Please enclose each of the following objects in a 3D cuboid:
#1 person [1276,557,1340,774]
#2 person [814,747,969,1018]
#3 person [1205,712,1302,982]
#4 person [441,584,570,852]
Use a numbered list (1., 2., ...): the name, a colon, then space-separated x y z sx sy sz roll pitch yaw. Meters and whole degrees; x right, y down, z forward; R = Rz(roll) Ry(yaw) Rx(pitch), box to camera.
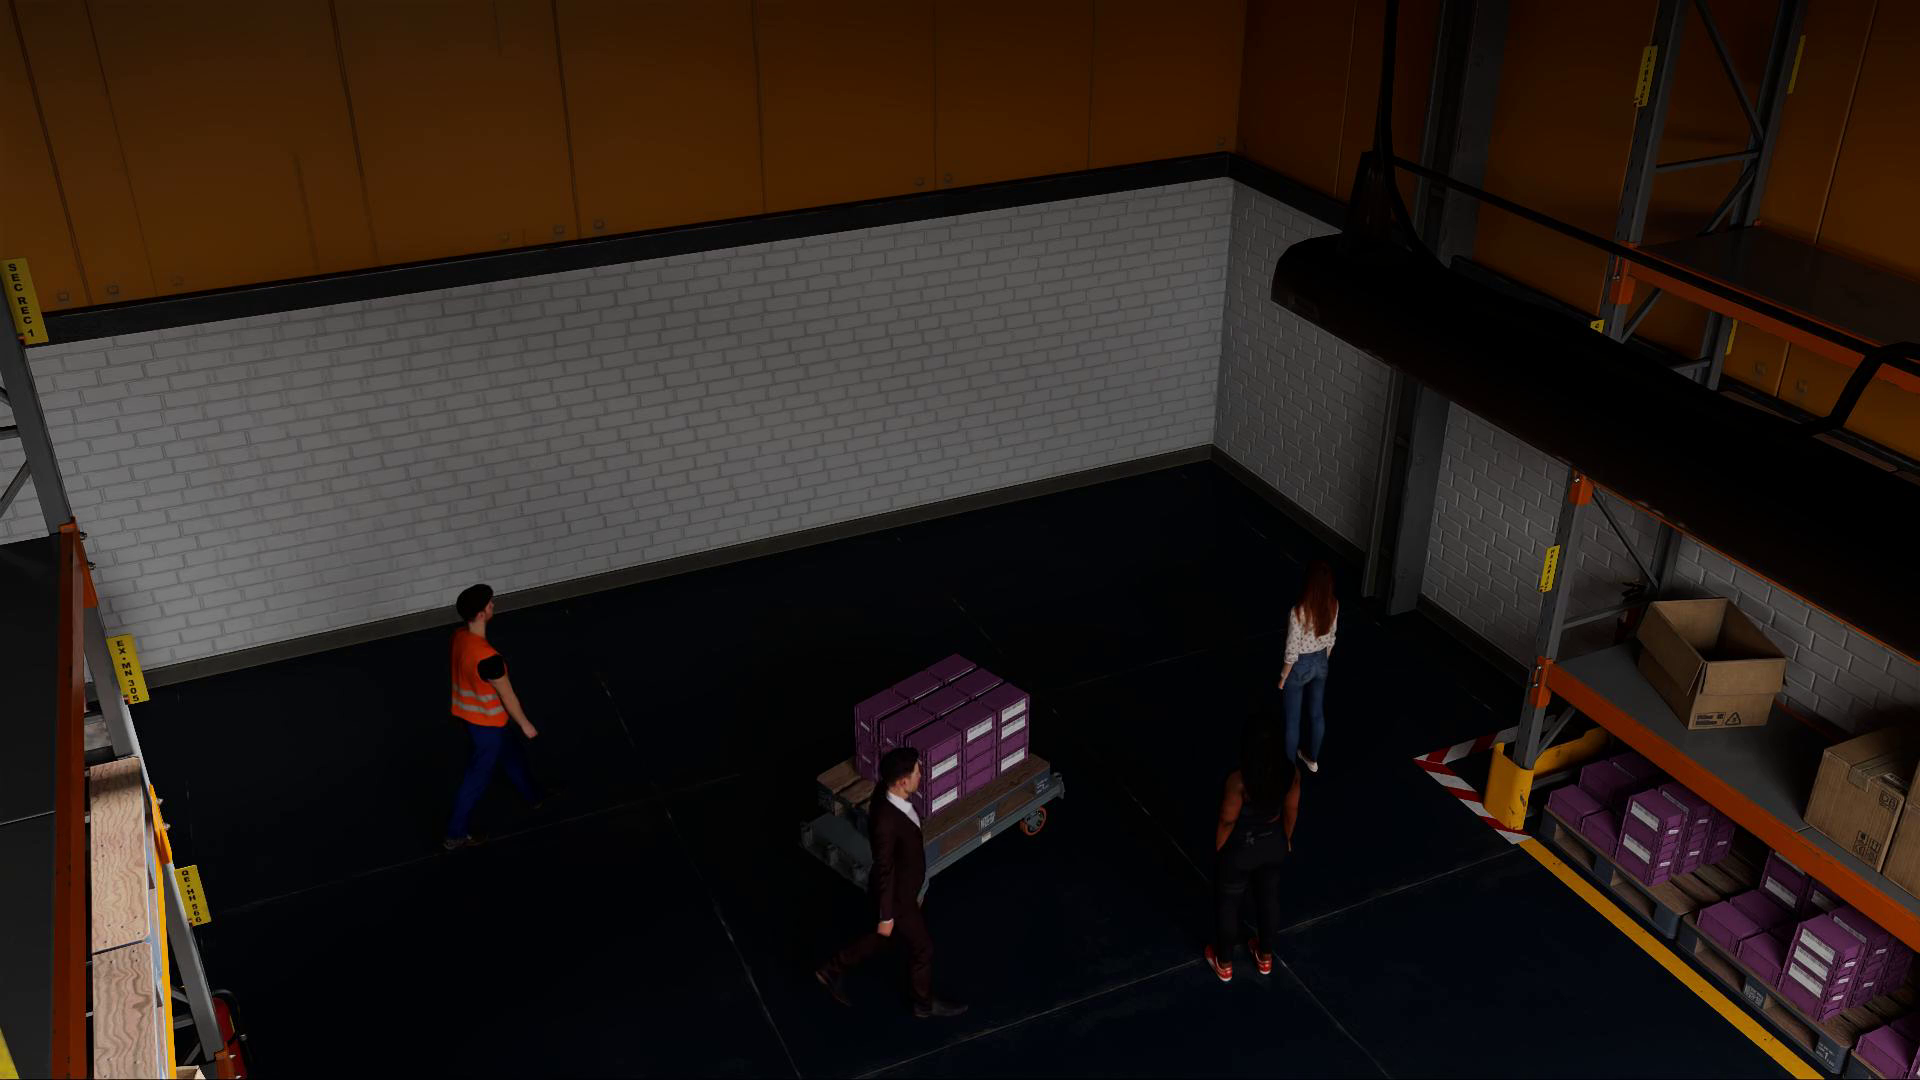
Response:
1. person: 2.399 0.883 11.510 0.581 1.729 0.498 -14 31 -23
2. person: -0.447 1.970 9.405 1.041 1.835 1.177 0 29 0
3. person: 1.711 1.802 9.736 0.675 1.814 0.652 -9 30 -16
4. person: -3.157 1.209 10.793 0.886 1.842 1.186 -20 34 -32
